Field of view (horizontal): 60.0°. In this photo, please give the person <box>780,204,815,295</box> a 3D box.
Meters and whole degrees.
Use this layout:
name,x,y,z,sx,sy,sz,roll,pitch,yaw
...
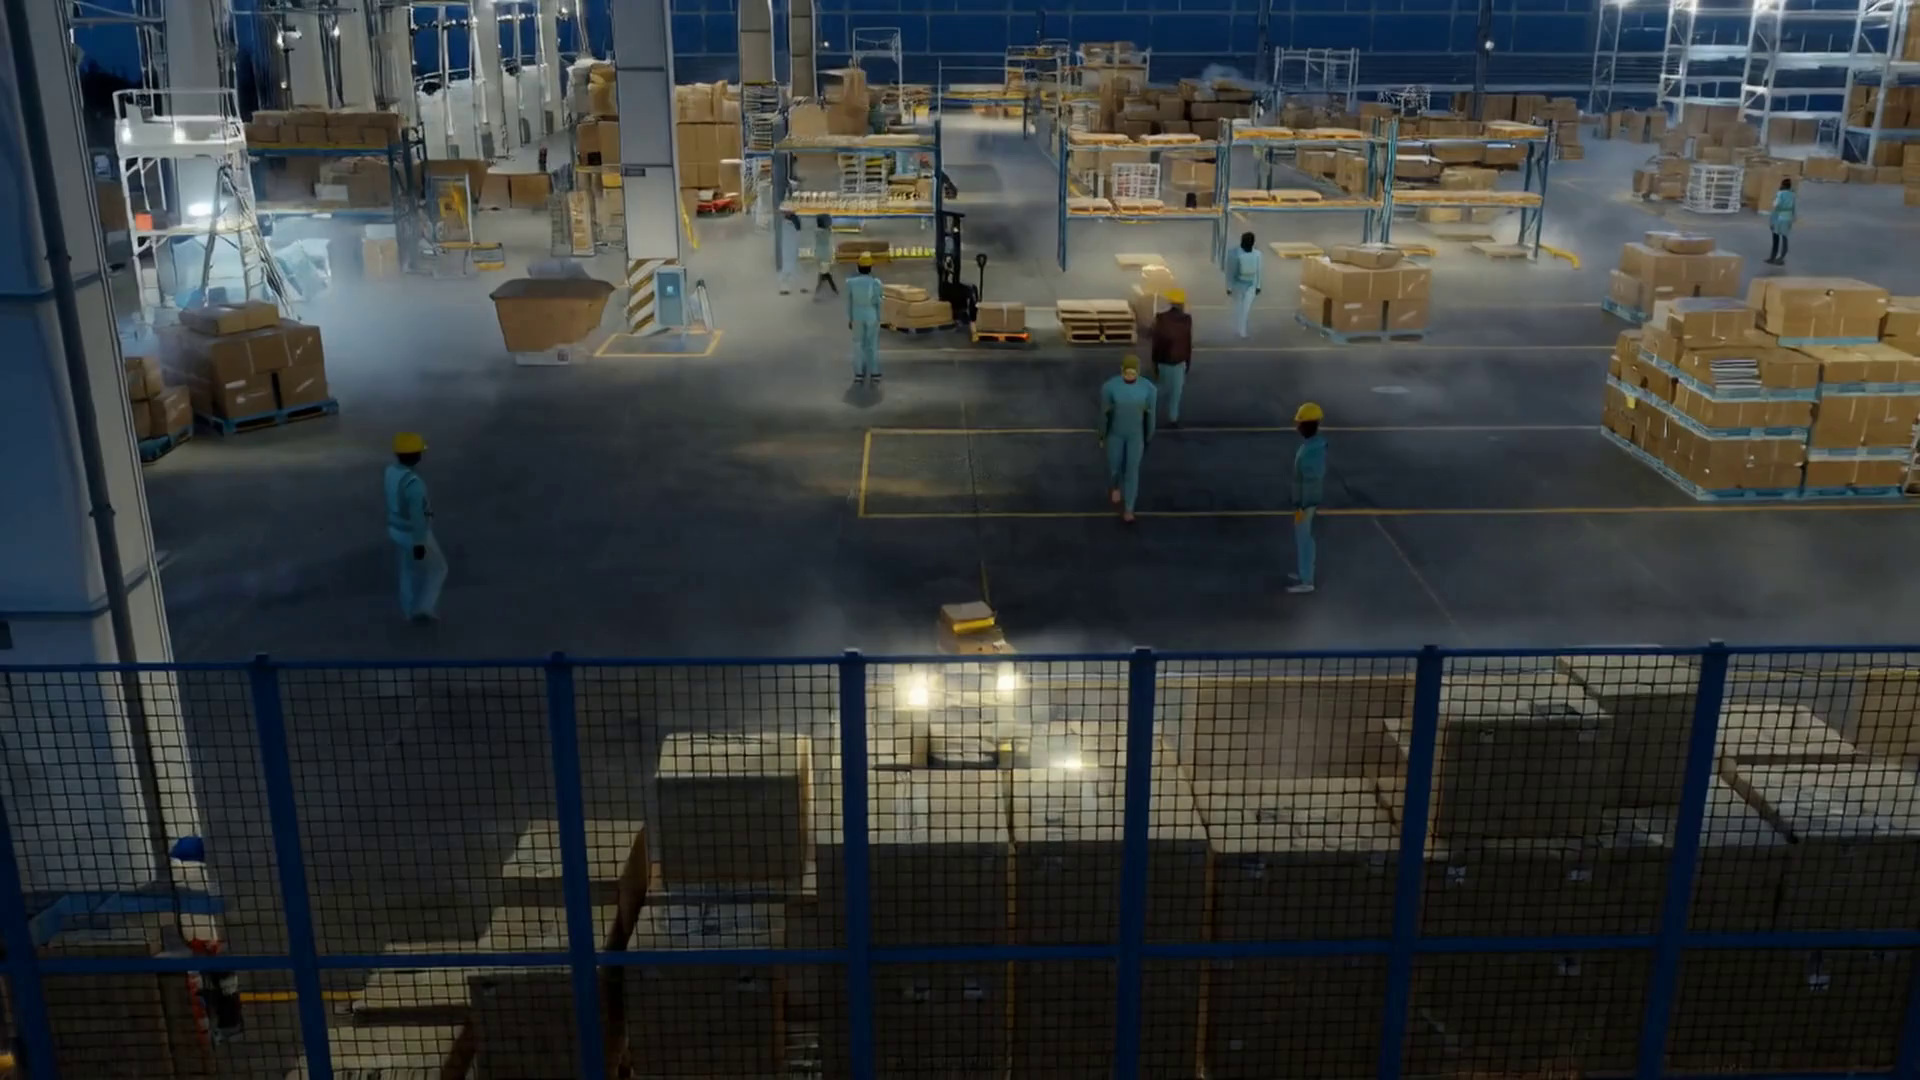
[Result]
name,x,y,z,sx,sy,sz,roll,pitch,yaw
person,-3.225,-5.676,32.464,0.757,1.735,0.536,-14,23,-35

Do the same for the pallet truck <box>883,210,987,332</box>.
name,x,y,z,sx,sy,sz,roll,pitch,yaw
pallet truck,-0.493,-4.759,29.349,1.885,1.965,0.823,-13,23,-34

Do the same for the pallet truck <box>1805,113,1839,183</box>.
name,x,y,z,sx,sy,sz,roll,pitch,yaw
pallet truck,26.403,-11.957,50.702,0.823,1.965,1.885,6,19,16

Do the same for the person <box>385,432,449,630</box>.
name,x,y,z,sx,sy,sz,roll,pitch,yaw
person,-5.086,-0.076,15.562,0.482,1.932,0.614,-17,25,-42

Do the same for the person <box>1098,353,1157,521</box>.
name,x,y,z,sx,sy,sz,roll,pitch,yaw
person,1.899,-1.202,18.909,0.645,1.926,0.608,2,19,6

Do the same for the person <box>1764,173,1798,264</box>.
name,x,y,z,sx,sy,sz,roll,pitch,yaw
person,17.760,-6.955,35.958,0.550,1.935,0.370,-5,19,-13

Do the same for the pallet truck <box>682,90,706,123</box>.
name,x,y,z,sx,sy,sz,roll,pitch,yaw
pallet truck,-9.671,-15.907,62.421,0.823,1.965,1.885,5,19,15

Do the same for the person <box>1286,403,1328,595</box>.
name,x,y,z,sx,sy,sz,roll,pitch,yaw
person,3.447,-0.403,16.613,0.362,1.898,0.716,8,20,22

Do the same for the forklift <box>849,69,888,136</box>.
name,x,y,z,sx,sy,sz,roll,pitch,yaw
forklift,-3.627,-15.472,59.769,1.873,2.768,1.129,-10,21,-26

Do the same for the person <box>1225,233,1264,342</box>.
name,x,y,z,sx,sy,sz,roll,pitch,yaw
person,4.873,-4.284,28.210,0.657,1.814,0.766,-6,19,-16

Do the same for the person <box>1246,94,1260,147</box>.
name,x,y,z,sx,sy,sz,roll,pitch,yaw
person,10.821,-15.442,61.183,0.400,1.914,0.590,-5,19,-15

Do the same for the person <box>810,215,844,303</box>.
name,x,y,z,sx,sy,sz,roll,pitch,yaw
person,-2.571,-5.353,31.661,0.855,1.649,0.533,-15,24,-38

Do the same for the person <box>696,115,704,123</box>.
name,x,y,z,sx,sy,sz,roll,pitch,yaw
person,-8.120,-12.473,52.504,0.657,1.834,0.956,3,19,8

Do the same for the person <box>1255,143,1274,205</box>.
name,x,y,z,sx,sy,sz,roll,pitch,yaw
person,8.298,-10.081,45.370,0.506,1.847,0.343,7,20,21

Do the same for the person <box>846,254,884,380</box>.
name,x,y,z,sx,sy,sz,roll,pitch,yaw
person,-1.444,-3.401,25.425,0.588,1.930,0.364,4,19,13

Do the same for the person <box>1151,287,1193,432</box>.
name,x,y,z,sx,sy,sz,roll,pitch,yaw
person,2.849,-2.464,22.562,0.637,1.980,0.561,-10,21,-28

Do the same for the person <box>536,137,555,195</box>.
name,x,y,z,sx,sy,sz,roll,pitch,yaw
person,-11.814,-10.666,47.469,0.536,1.616,0.543,15,24,38

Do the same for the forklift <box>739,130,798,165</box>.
name,x,y,z,sx,sy,sz,roll,pitch,yaw
forklift,-6.389,-13.889,55.073,1.873,2.768,1.129,-1,19,-1

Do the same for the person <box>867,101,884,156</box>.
name,x,y,z,sx,sy,sz,roll,pitch,yaw
person,-2.913,-14.242,57.657,0.647,1.893,1.011,7,20,20

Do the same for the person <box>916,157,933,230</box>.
name,x,y,z,sx,sy,sz,roll,pitch,yaw
person,-0.871,-8.534,40.937,0.288,1.746,0.487,17,25,41
